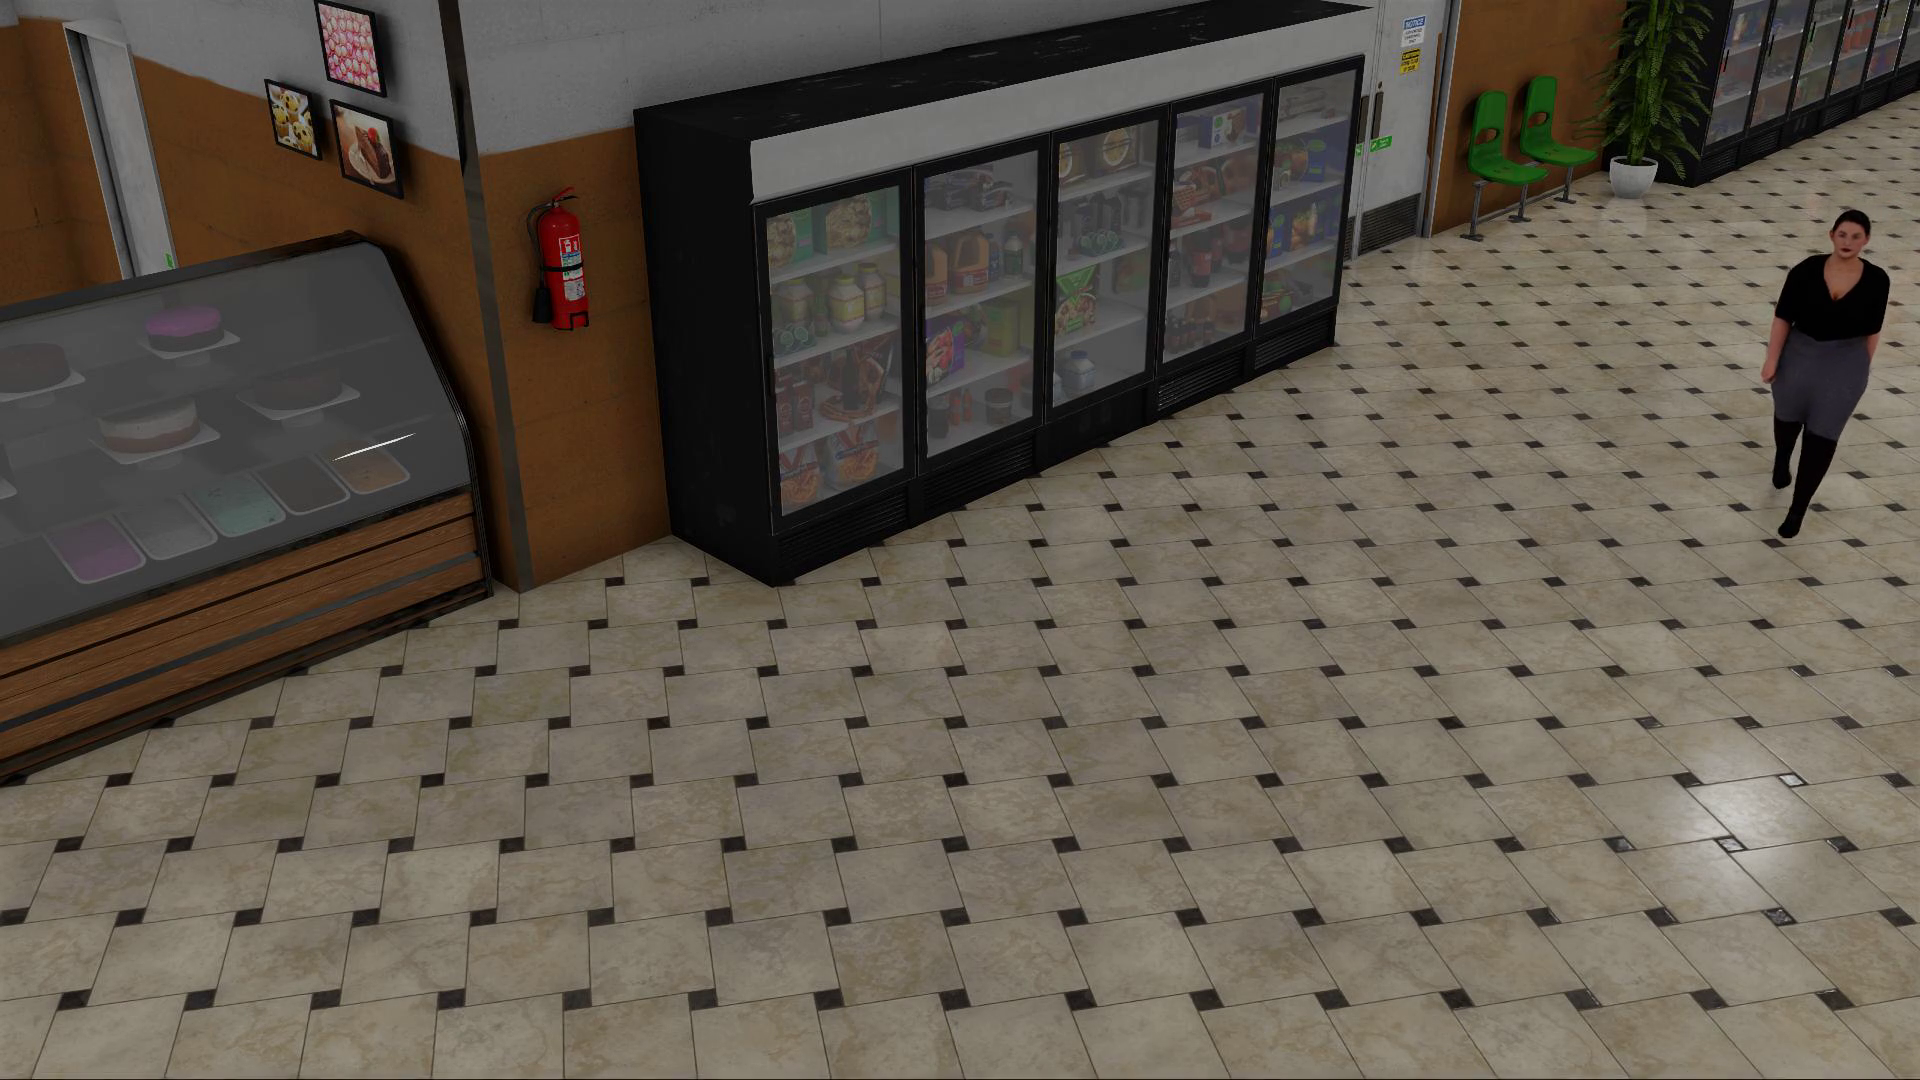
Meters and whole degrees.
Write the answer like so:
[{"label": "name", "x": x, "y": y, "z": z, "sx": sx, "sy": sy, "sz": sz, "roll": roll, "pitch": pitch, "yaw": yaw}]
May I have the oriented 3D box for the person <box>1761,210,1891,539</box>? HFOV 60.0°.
[{"label": "person", "x": 4.618, "y": -0.931, "z": 8.969, "sx": 1.115, "sy": 1.713, "sz": 0.900, "roll": 15, "pitch": 31, "yaw": 28}]
